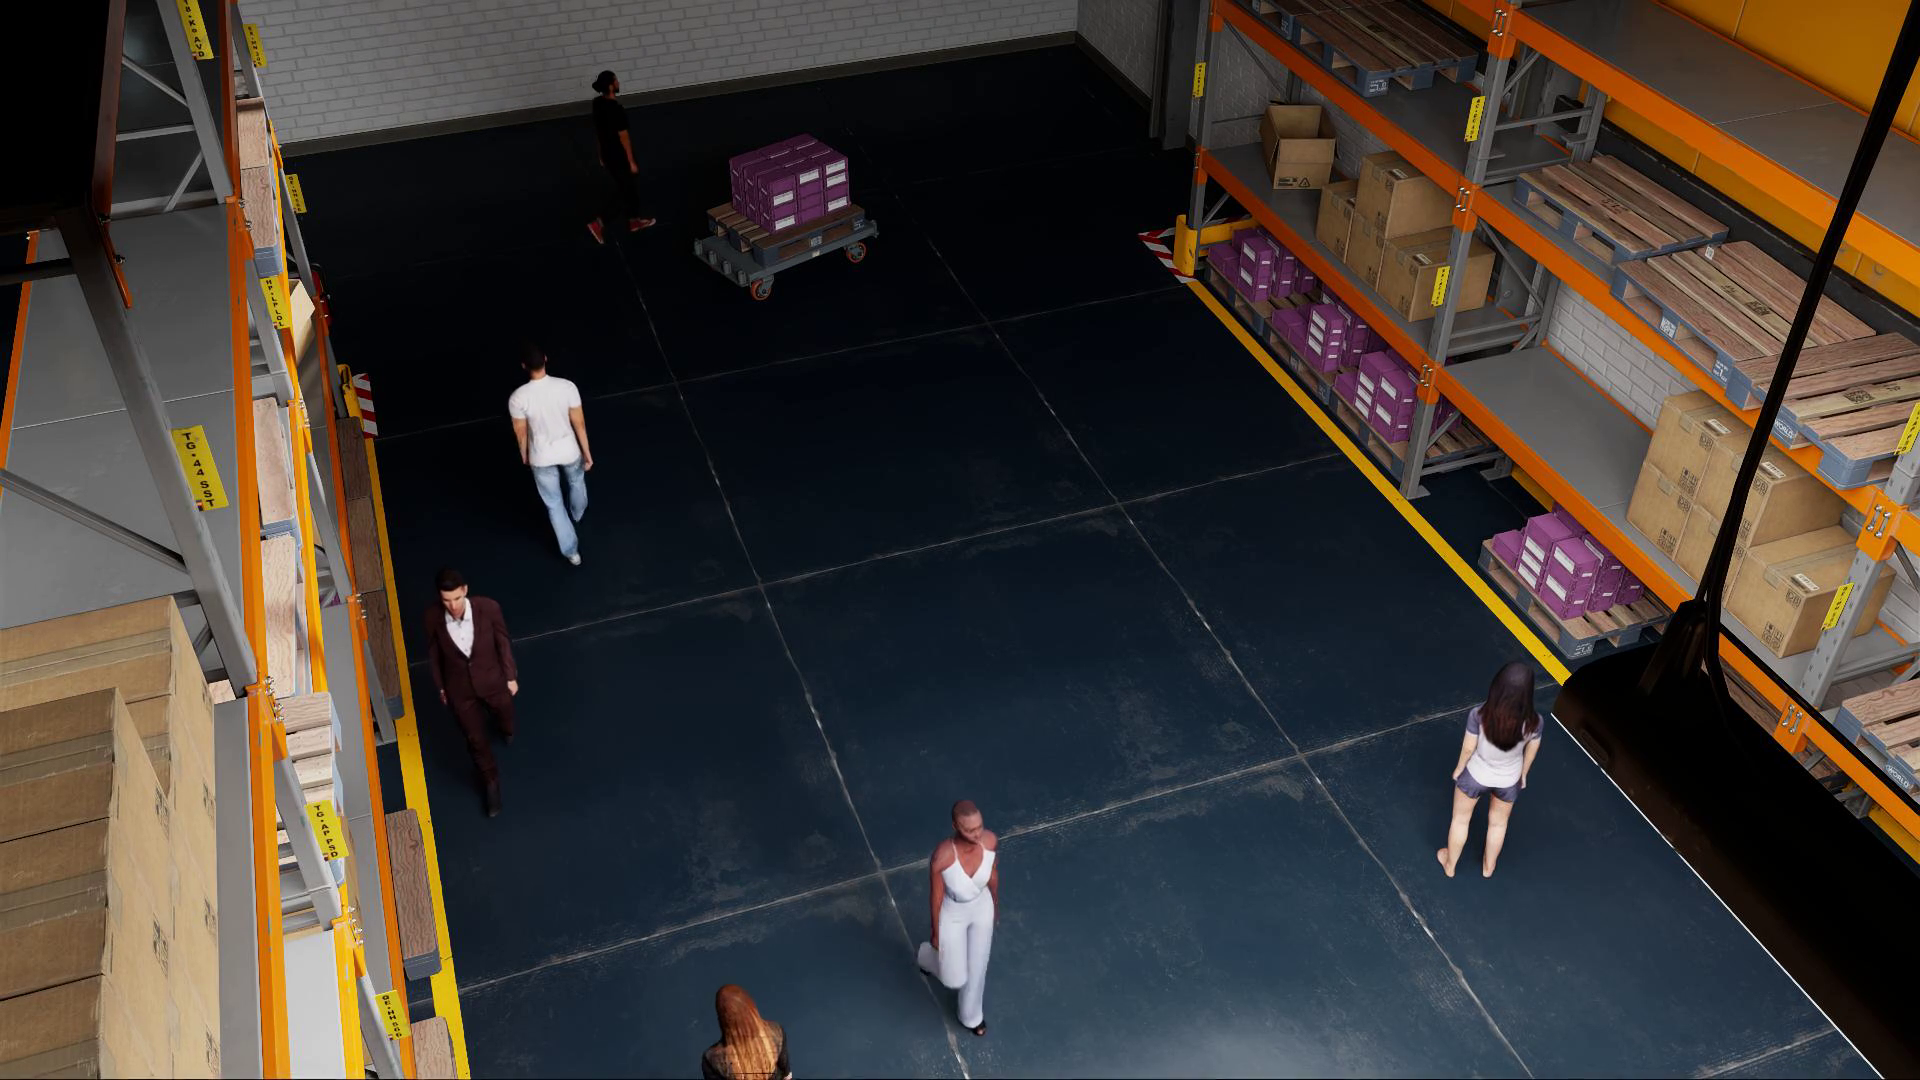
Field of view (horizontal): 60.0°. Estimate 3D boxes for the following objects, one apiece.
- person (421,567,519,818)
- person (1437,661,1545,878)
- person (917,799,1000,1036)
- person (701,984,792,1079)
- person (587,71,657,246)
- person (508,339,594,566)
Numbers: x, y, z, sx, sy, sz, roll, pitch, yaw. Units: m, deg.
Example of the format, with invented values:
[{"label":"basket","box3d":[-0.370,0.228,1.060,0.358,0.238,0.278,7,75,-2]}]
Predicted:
[{"label":"person","box3d":[-3.085,0.856,10.611,0.739,1.843,1.053,-9,39,-11]},{"label":"person","box3d":[3.201,1.399,10.041,0.668,1.705,0.658,4,39,4]},{"label":"person","box3d":[-0.032,2.035,9.193,0.683,1.771,0.836,-21,43,-24]},{"label":"person","box3d":[-1.006,2.866,8.208,0.655,1.701,0.686,-16,41,-20]},{"label":"person","box3d":[-3.457,-3.753,16.468,0.913,1.735,1.065,-27,46,-29]},{"label":"person","box3d":[-3.017,-0.602,12.450,0.720,1.826,1.046,-15,41,-18]}]
